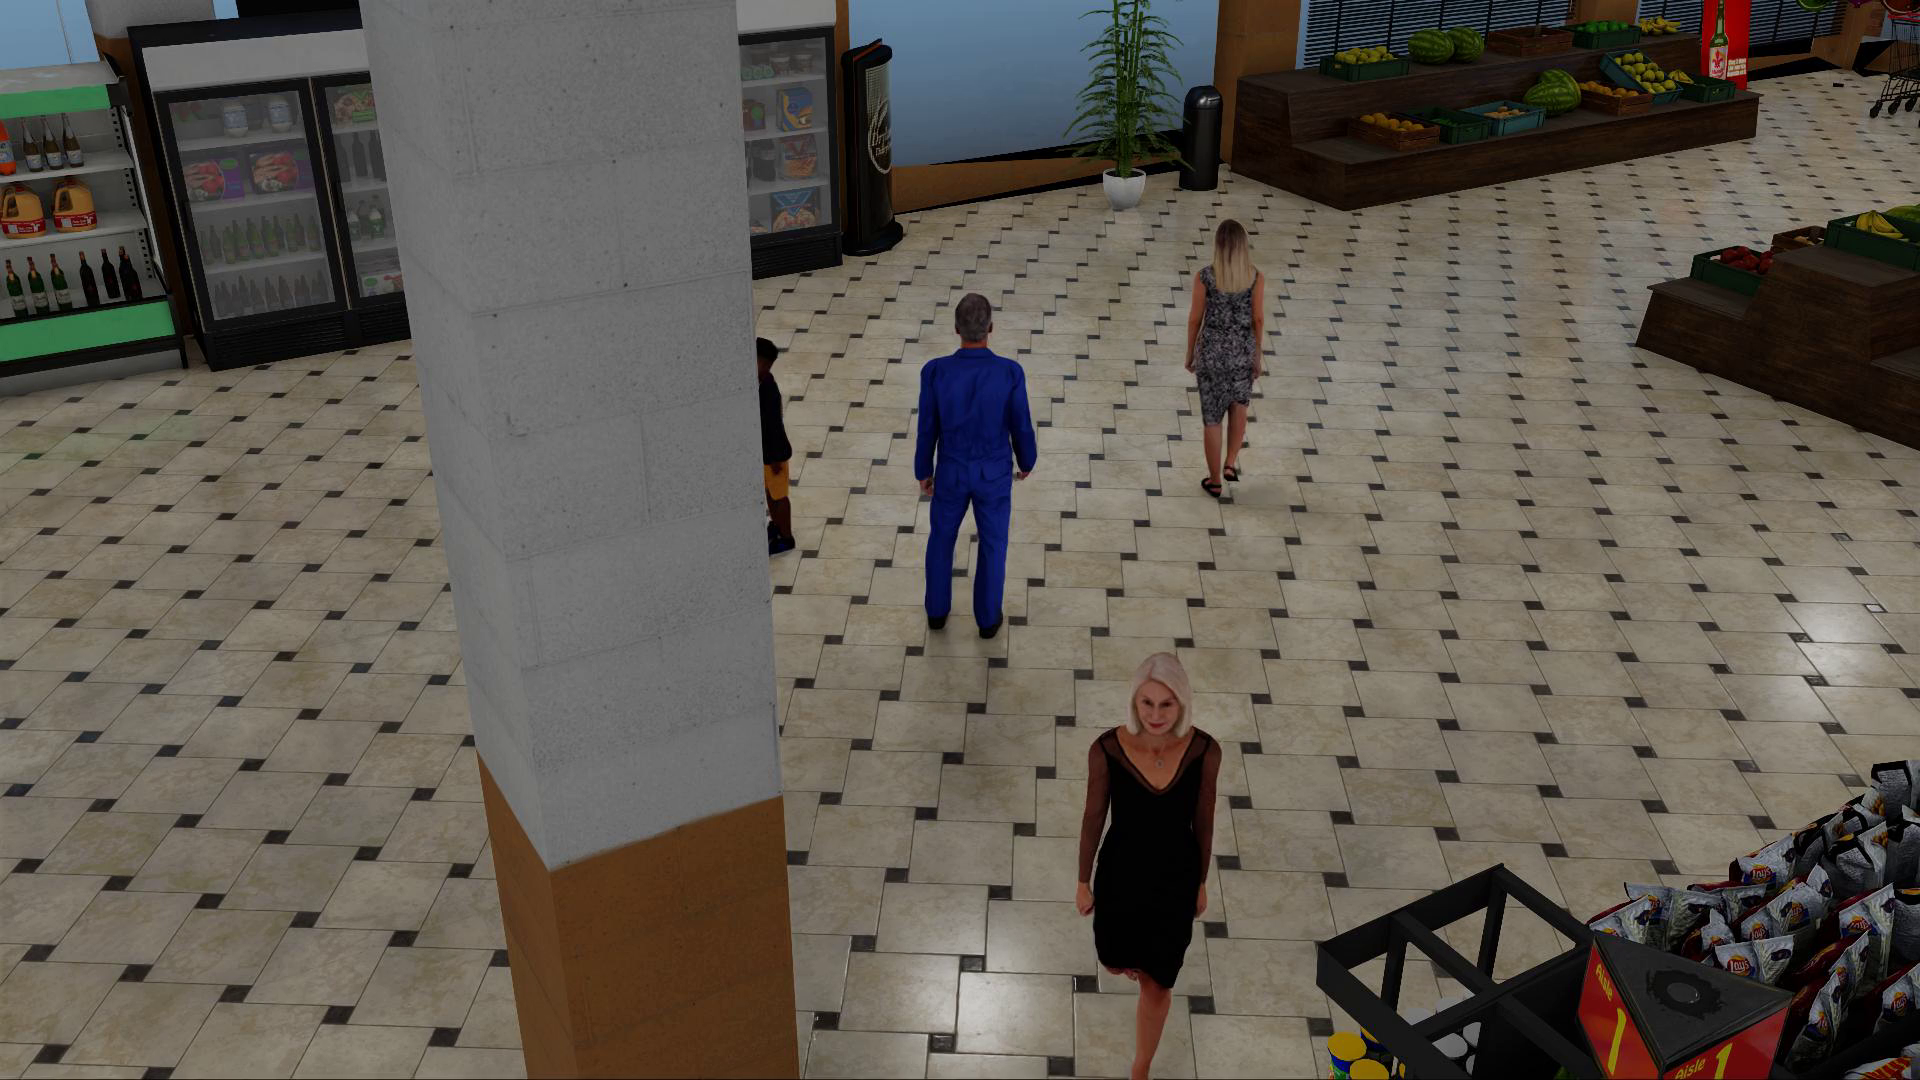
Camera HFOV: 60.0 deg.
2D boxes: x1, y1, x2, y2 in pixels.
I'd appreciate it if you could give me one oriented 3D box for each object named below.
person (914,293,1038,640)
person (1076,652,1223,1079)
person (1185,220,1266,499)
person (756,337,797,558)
[{"bbox_3d":[0.075,-0.316,8.278,0.819,1.821,0.913,3,27,7],"label":"person"},{"bbox_3d":[0.631,1.099,5.595,1.001,1.724,0.996,2,27,5],"label":"person"},{"bbox_3d":[1.568,-1.013,9.797,0.711,1.691,0.789,2,27,3],"label":"person"},{"bbox_3d":[-1.057,-0.540,9.332,0.519,1.268,0.507,-14,30,-25],"label":"person"}]
